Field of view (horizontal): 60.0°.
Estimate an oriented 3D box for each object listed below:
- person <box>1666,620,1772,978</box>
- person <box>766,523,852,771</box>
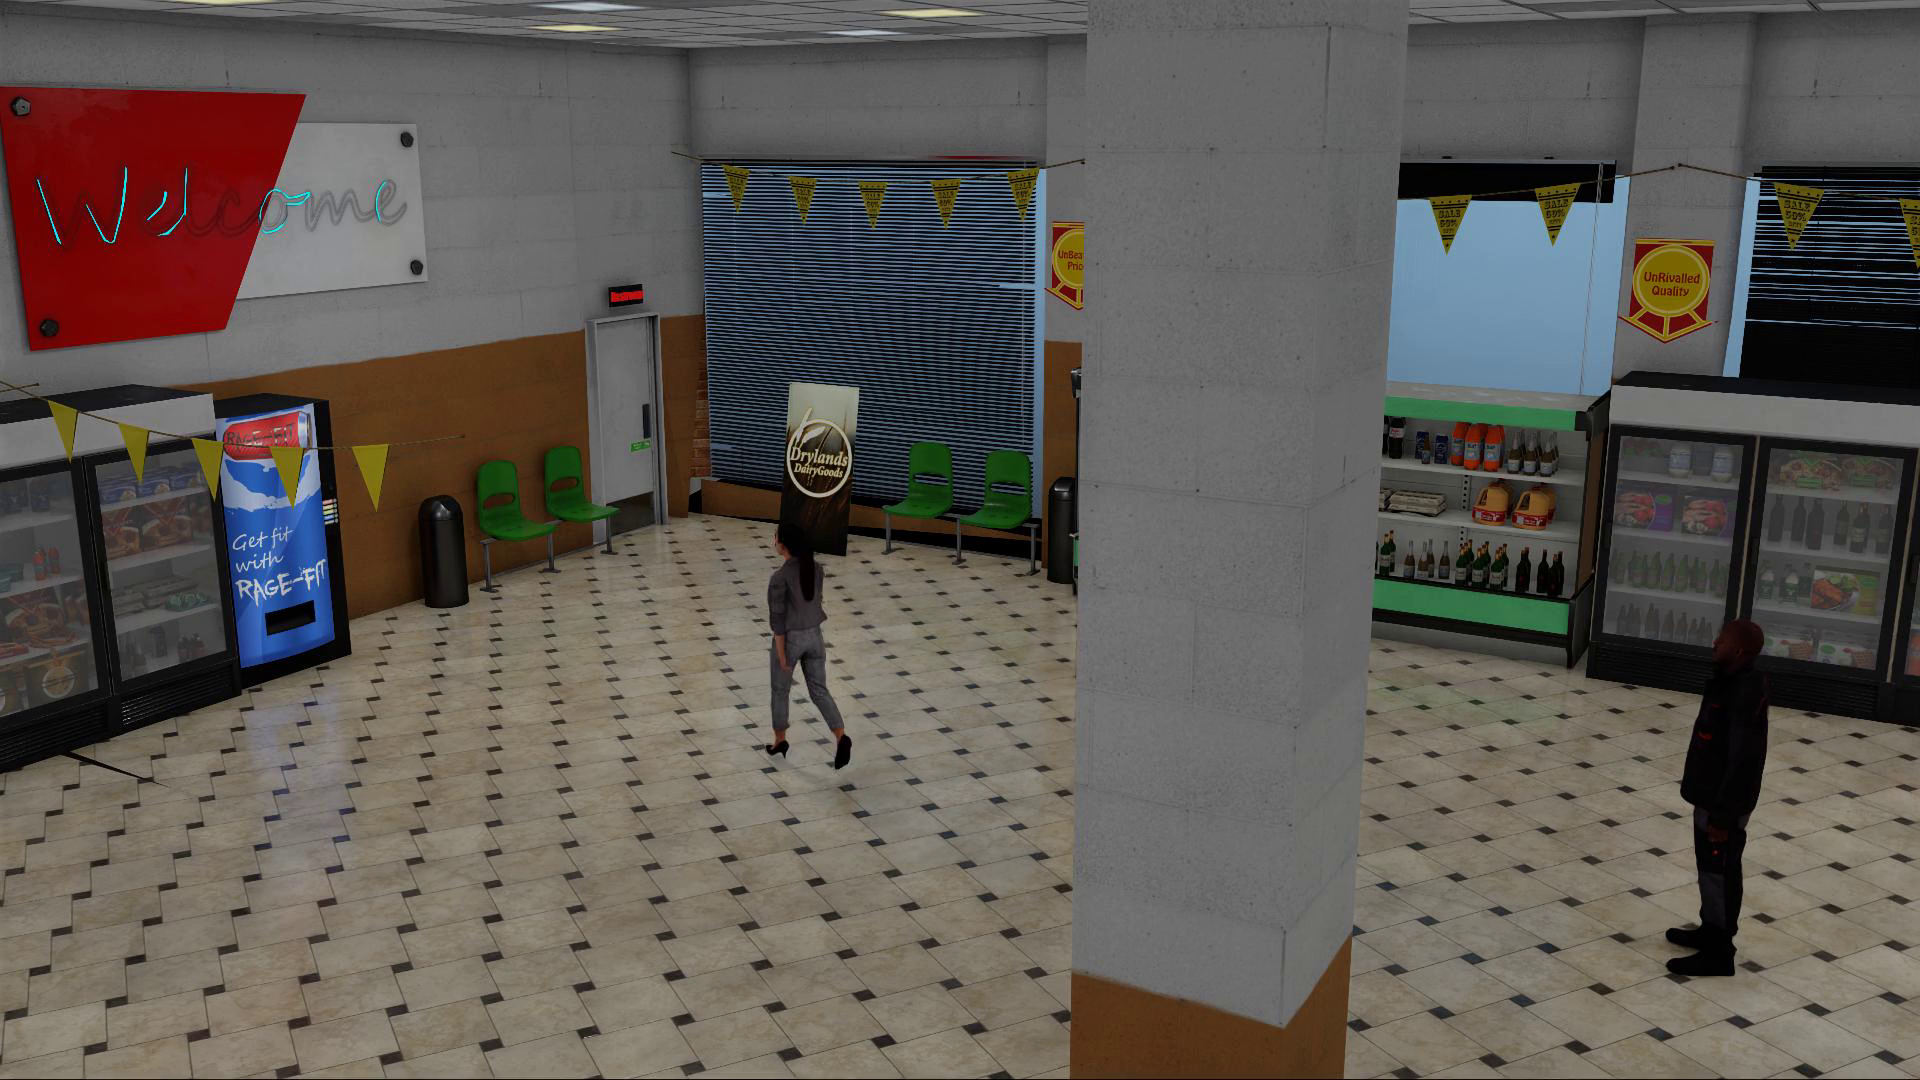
[{"bbox_3d":[3.825,1.271,8.289,0.649,1.824,0.738,5,15,21],"label":"person"},{"bbox_3d":[-0.998,0.729,10.895,0.831,1.648,1.137,-12,18,-40],"label":"person"}]
